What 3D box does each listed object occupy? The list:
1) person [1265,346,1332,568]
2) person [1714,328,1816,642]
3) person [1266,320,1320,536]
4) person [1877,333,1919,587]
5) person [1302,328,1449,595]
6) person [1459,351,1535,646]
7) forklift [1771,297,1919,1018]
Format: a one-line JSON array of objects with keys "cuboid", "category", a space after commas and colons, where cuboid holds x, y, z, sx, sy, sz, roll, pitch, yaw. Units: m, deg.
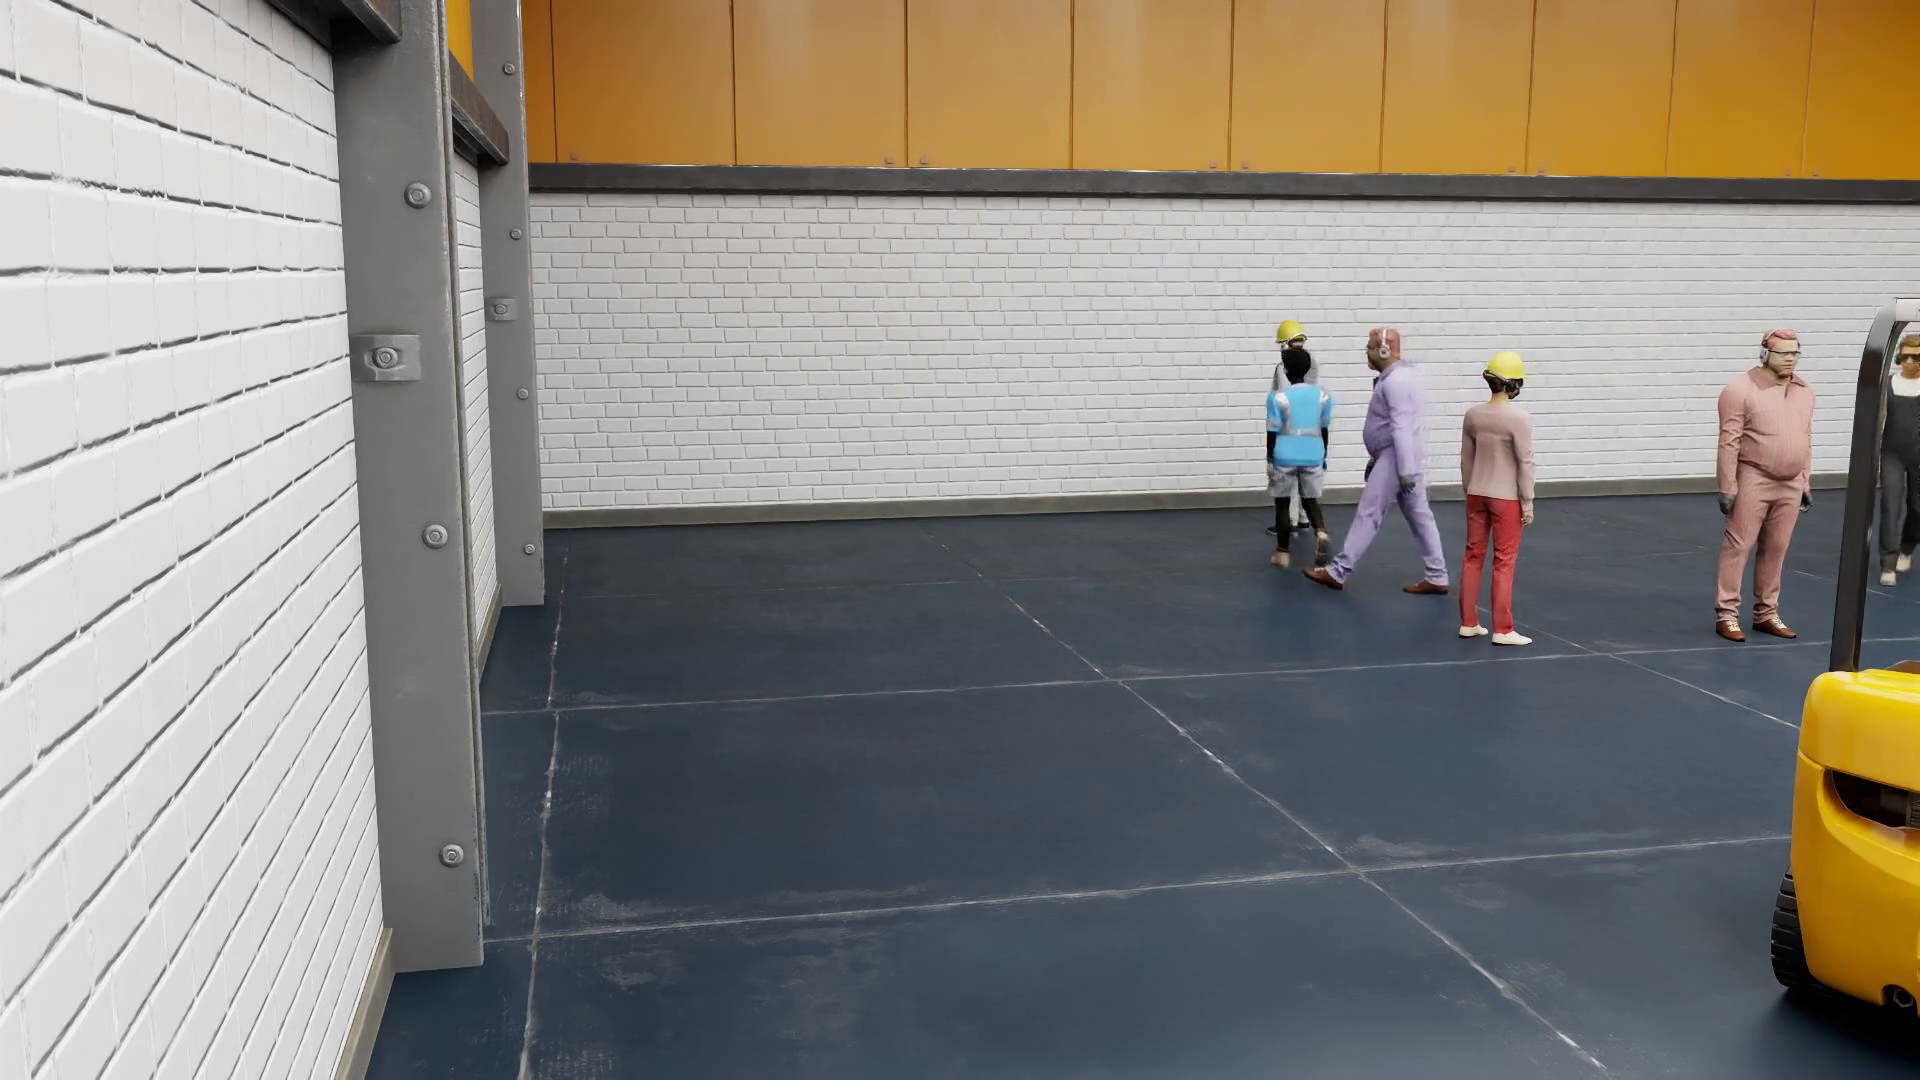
[{"cuboid": [2.537, -0.596, 12.380, 0.541, 1.679, 0.562, -2, 9, -11], "category": "person"}, {"cuboid": [4.916, -0.332, 10.114, 0.652, 1.904, 0.402, -2, 10, -14], "category": "person"}, {"cuboid": [2.803, -0.943, 14.086, 0.403, 1.821, 0.597, 7, 12, 38], "category": "person"}, {"cuboid": [6.852, -0.599, 12.057, 0.500, 1.812, 0.866, 5, 11, 29], "category": "person"}, {"cuboid": [2.936, -0.537, 11.523, 1.020, 1.845, 0.642, 4, 10, 21], "category": "person"}, {"cuboid": [3.242, -0.247, 10.022, 0.314, 1.769, 0.525, -6, 11, -31], "category": "person"}, {"cuboid": [3.542, 0.334, 5.177, 2.313, 2.155, 1.214, -9, 13, -43], "category": "forklift"}]
